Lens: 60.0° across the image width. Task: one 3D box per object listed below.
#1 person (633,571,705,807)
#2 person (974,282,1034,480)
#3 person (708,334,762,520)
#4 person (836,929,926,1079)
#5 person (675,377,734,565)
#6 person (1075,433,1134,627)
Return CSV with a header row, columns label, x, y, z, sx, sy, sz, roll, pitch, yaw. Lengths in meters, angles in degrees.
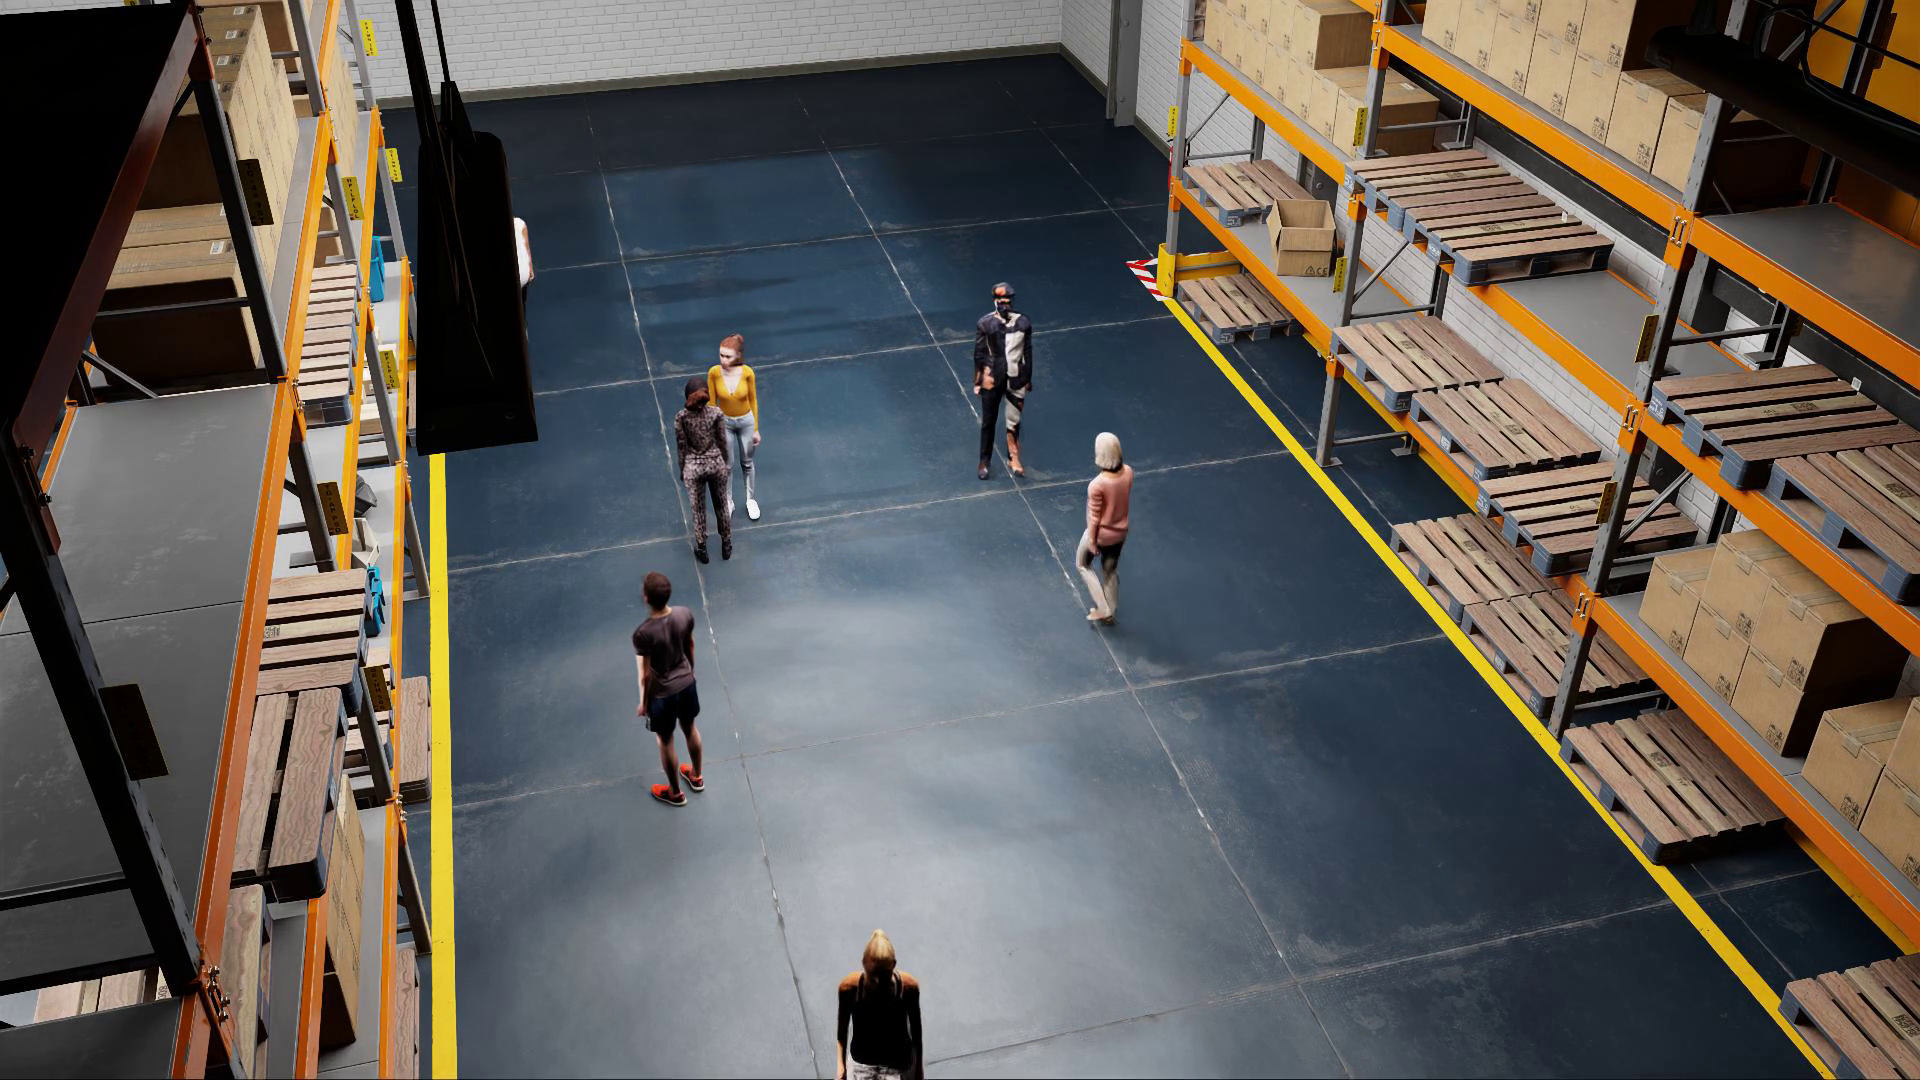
label,x,y,z,sx,sy,sz,roll,pitch,yaw
person,-1.962,1.005,11.259,0.742,1.853,0.725,25,41,33
person,0.392,-1.433,14.894,0.717,1.890,0.621,-4,34,-6
person,-1.933,-0.970,14.326,0.615,1.748,0.562,-4,34,-6
person,-0.424,2.676,8.760,0.695,1.837,0.845,-3,34,-4
person,-2.118,-0.585,13.776,0.573,1.714,0.555,-10,35,-14
person,1.205,-0.038,12.951,0.696,1.716,0.724,-24,40,-31
